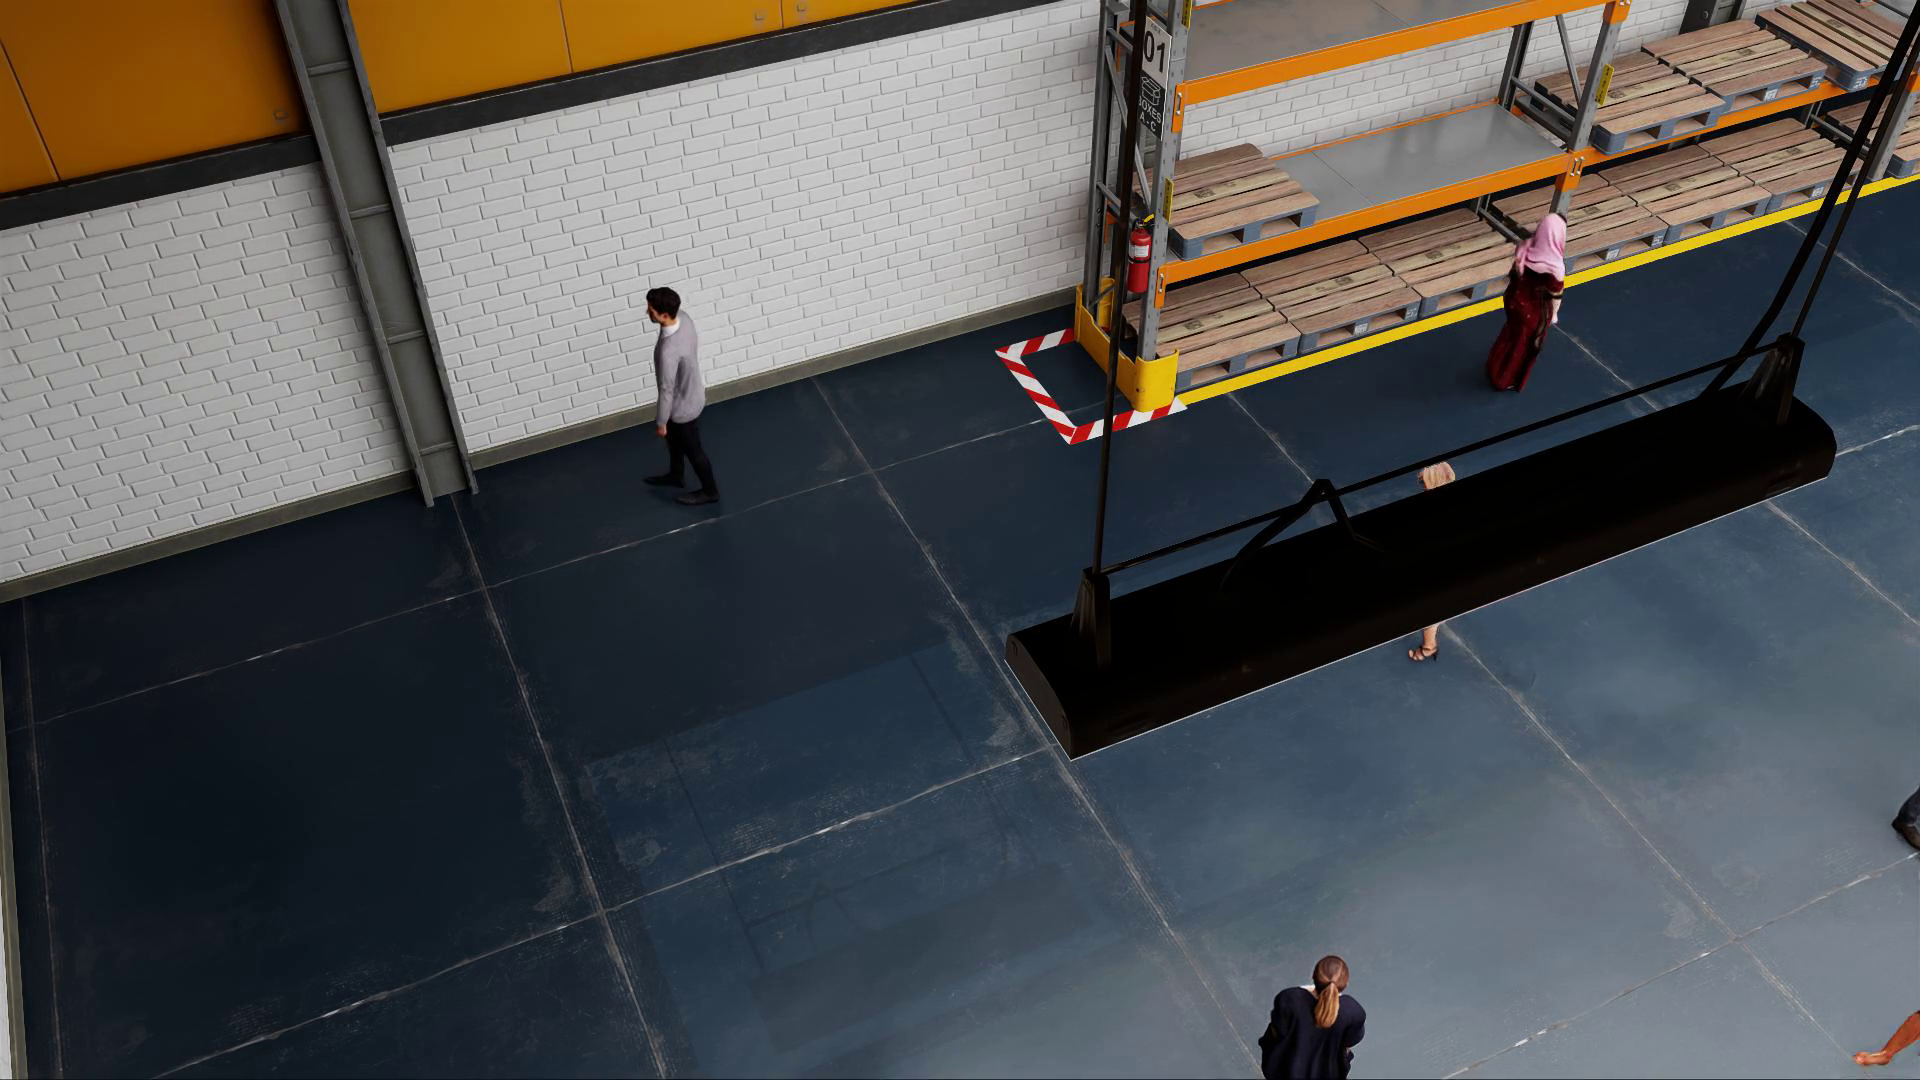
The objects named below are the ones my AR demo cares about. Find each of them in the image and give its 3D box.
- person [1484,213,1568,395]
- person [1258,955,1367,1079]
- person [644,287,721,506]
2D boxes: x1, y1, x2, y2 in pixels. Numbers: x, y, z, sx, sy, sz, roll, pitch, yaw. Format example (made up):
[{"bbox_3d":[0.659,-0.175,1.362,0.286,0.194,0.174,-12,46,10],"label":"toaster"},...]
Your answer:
[{"bbox_3d":[4.378,-1.809,12.959,0.624,1.628,0.632,-17,46,-17],"label":"person"},{"bbox_3d":[1.734,2.582,8.309,0.690,1.684,0.782,8,44,8],"label":"person"},{"bbox_3d":[-1.910,-1.005,11.913,1.009,1.906,0.961,0,44,0],"label":"person"}]
